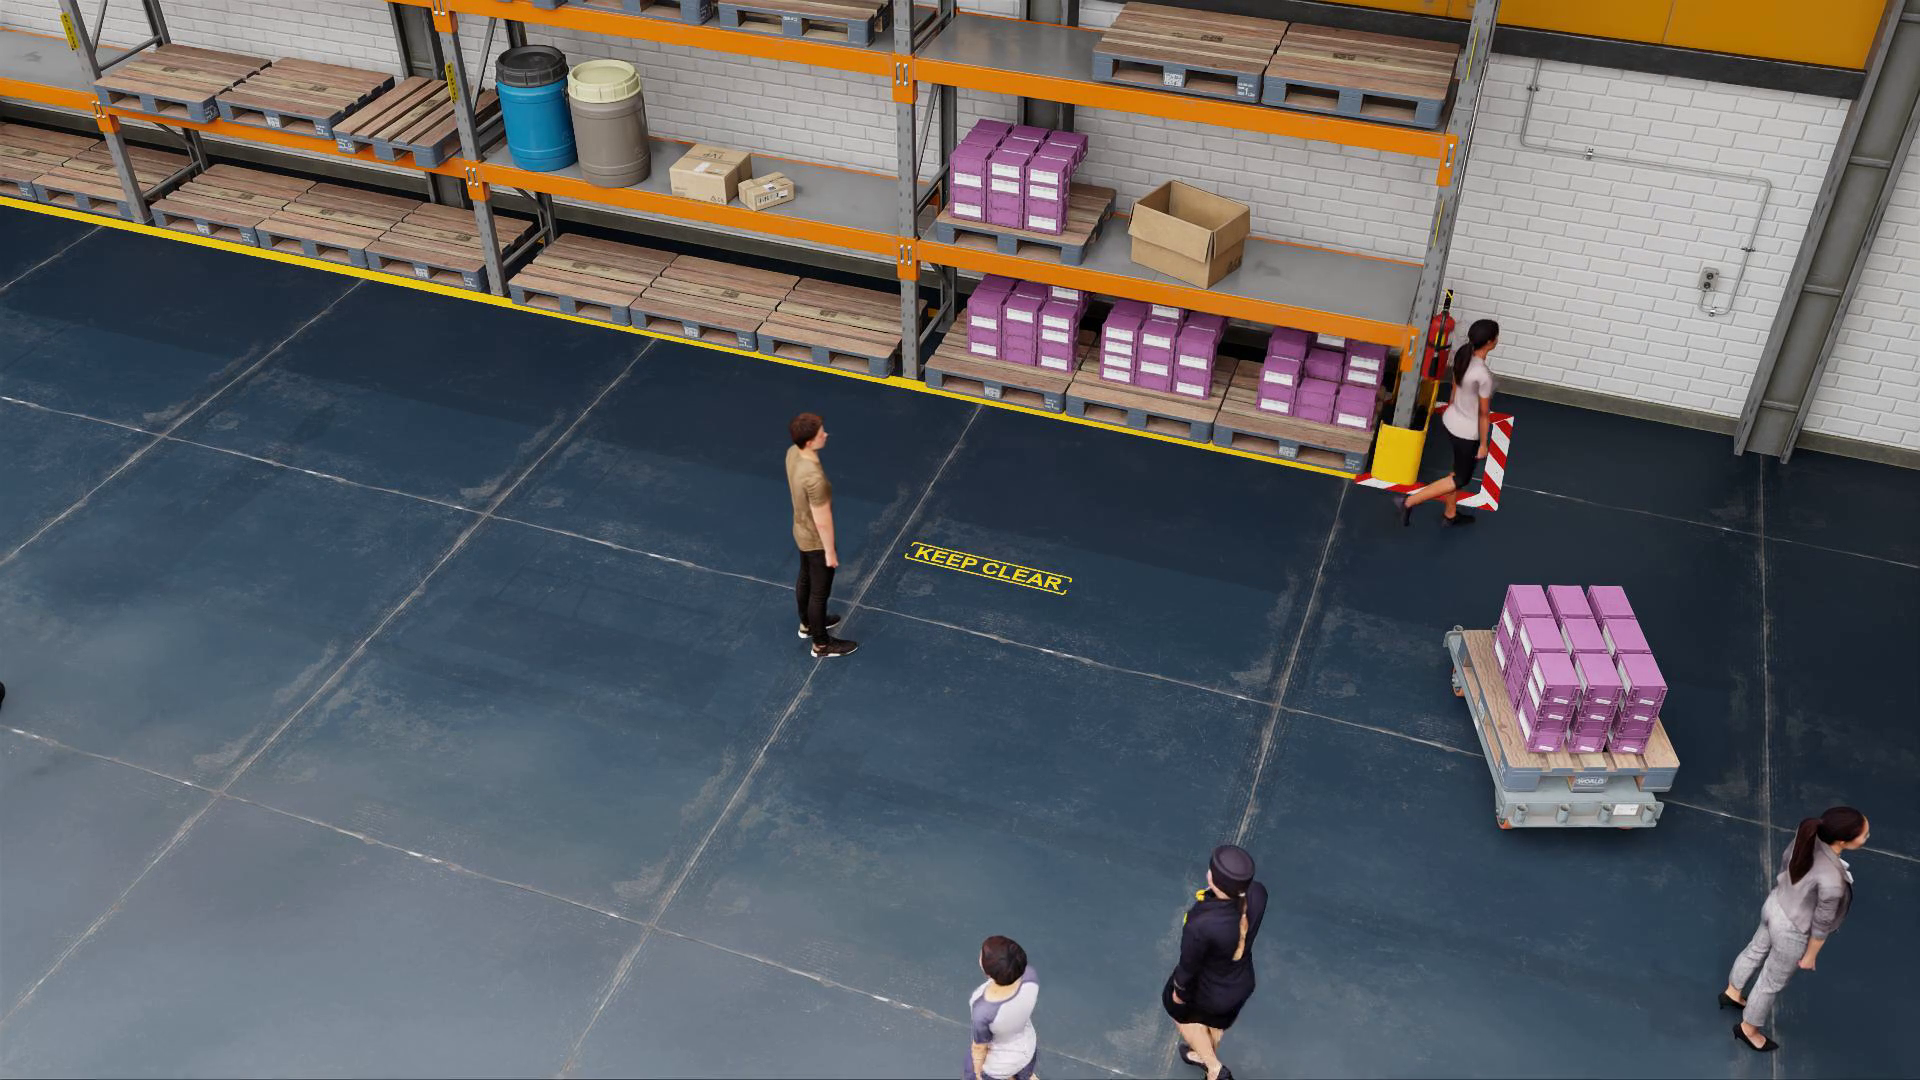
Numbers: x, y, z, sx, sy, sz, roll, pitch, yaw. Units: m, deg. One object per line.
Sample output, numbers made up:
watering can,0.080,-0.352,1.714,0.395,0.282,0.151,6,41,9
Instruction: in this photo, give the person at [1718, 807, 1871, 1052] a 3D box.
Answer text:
person,4.229,1.949,8.466,0.671,1.677,0.686,1,39,2

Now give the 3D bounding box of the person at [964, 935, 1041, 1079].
person,0.255,2.452,7.941,0.835,1.545,0.968,-26,45,-29

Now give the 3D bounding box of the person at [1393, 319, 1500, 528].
person,3.498,-0.761,11.822,1.042,1.725,0.894,-5,39,-7

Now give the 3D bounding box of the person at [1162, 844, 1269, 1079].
person,1.294,2.190,8.177,0.844,1.662,0.872,-27,46,-30

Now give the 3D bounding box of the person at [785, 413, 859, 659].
person,-0.952,-0.043,10.821,0.791,1.852,0.742,-14,41,-17
